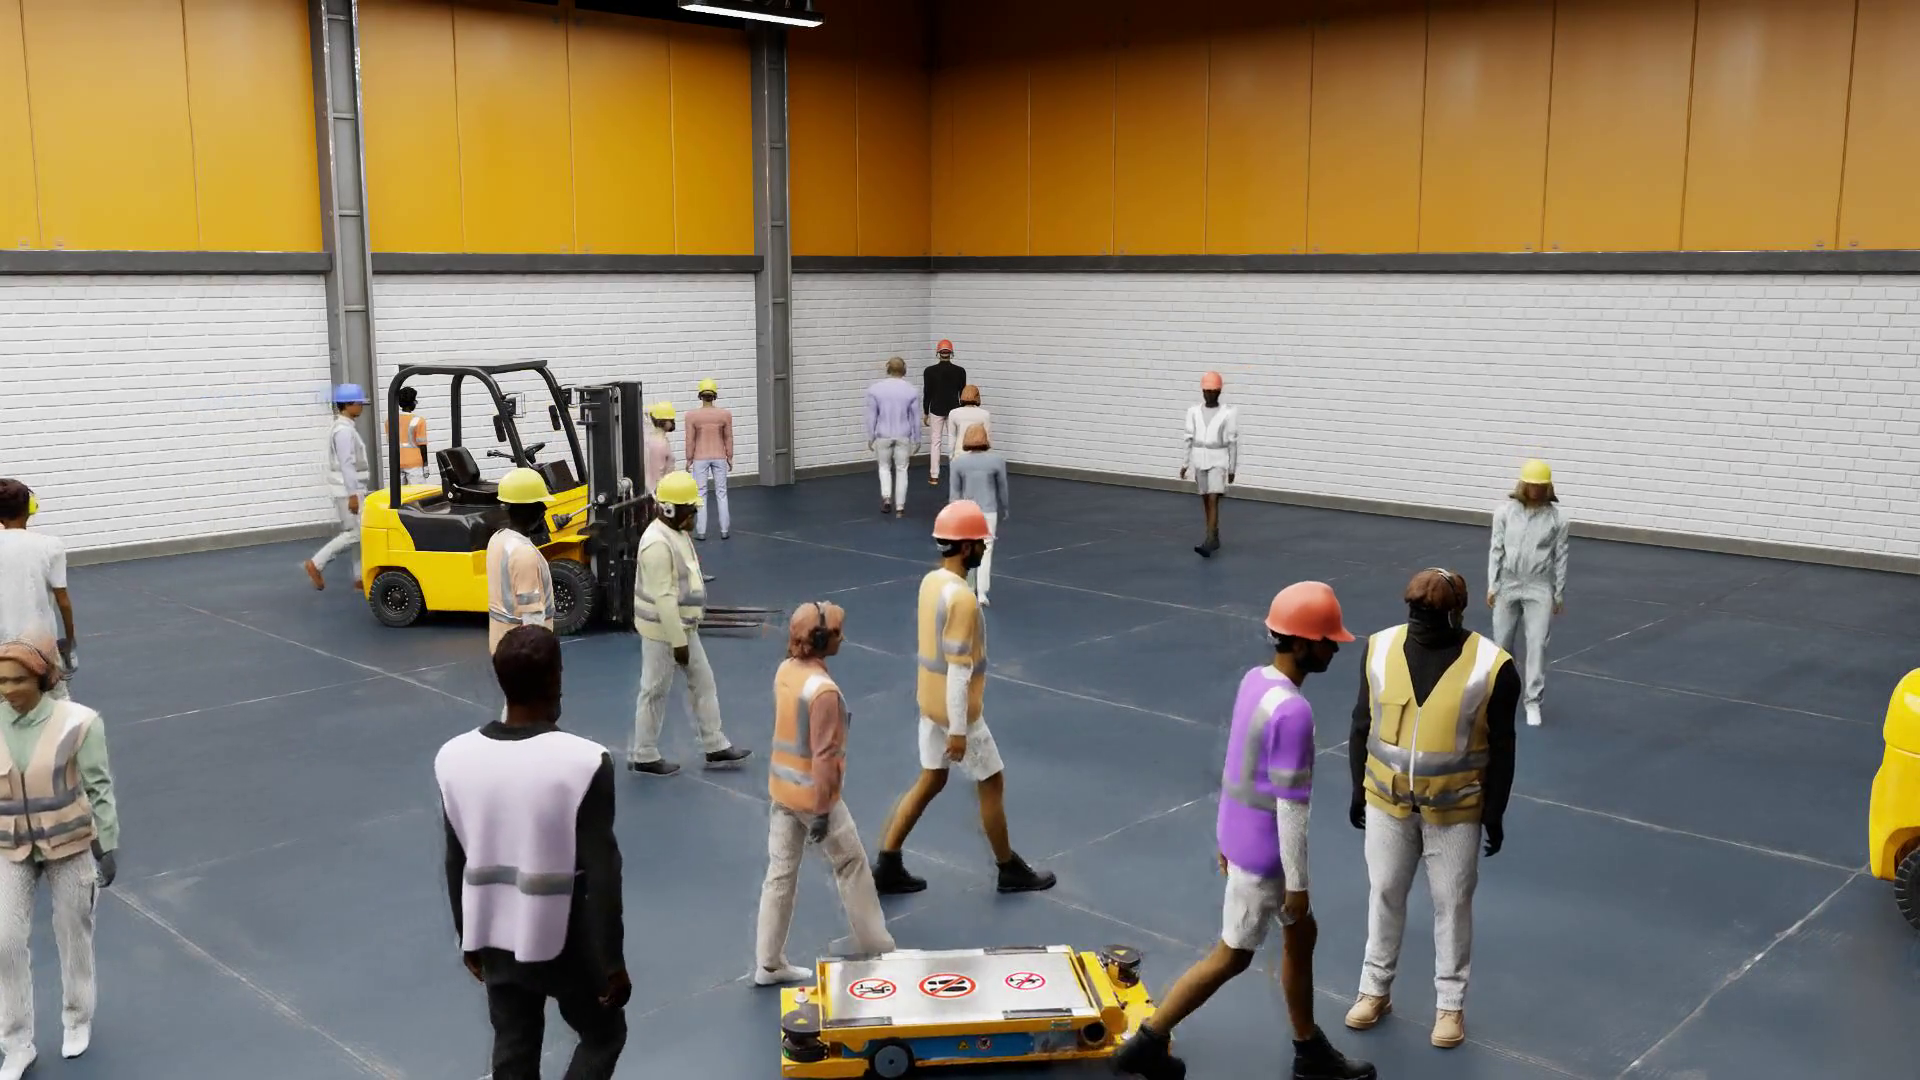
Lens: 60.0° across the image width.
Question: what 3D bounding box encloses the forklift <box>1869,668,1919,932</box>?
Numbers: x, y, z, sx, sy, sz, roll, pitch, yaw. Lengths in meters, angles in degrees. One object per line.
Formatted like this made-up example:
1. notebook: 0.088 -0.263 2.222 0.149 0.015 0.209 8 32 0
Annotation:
1. forklift: 5.205 0.723 7.013 2.313 2.155 1.214 9 13 43

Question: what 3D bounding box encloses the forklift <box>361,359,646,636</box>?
1. forklift: -3.850 -0.407 13.936 2.313 2.155 1.214 2 9 11

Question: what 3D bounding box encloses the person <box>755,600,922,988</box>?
1. person: -0.514 1.042 6.857 0.774 1.609 0.518 -5 11 -30

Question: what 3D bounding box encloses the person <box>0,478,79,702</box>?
1. person: -5.038 0.580 8.970 0.500 1.846 0.442 -4 10 -23

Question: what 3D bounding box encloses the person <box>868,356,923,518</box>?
1. person: -0.763 -1.222 19.754 0.657 1.922 0.439 0 9 3

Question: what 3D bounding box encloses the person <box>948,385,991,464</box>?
1. person: 0.109 -0.969 19.122 0.503 1.627 0.270 2 9 10

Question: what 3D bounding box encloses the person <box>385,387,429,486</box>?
1. person: -5.939 -0.804 17.919 0.531 1.689 0.321 4 10 21

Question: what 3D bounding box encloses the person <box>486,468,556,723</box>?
1. person: -2.266 0.581 8.693 0.362 1.928 0.587 -6 11 -31

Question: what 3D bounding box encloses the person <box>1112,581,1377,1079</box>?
1. person: 1.003 1.068 5.867 0.925 1.892 0.560 0 9 1

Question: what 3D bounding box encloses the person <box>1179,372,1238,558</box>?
1. person: 2.563 -0.781 17.160 0.545 1.891 1.006 5 11 30

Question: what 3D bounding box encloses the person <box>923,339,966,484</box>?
1. person: -0.206 -1.753 22.833 0.617 1.990 0.402 -1 9 -8

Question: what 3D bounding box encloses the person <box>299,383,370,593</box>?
1. person: -5.575 -0.448 14.991 0.657 1.931 0.616 -3 10 -16

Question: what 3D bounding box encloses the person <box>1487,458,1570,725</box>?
1. person: 3.729 0.324 10.940 0.492 1.759 0.494 4 10 23

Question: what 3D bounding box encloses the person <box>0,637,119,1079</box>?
1. person: -3.353 1.162 6.047 0.535 1.616 0.600 -3 10 -15

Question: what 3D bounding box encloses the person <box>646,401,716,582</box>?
1. person: -2.808 -0.444 15.601 0.898 1.726 0.523 -3 10 -15

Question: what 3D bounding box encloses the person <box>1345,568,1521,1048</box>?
1. person: 1.779 1.008 6.360 0.619 1.839 0.430 5 11 30

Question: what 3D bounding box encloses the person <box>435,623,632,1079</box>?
1. person: -1.264 1.193 5.003 0.628 1.904 0.457 3 10 18

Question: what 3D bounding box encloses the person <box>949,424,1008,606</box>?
1. person: 0.162 -0.233 14.734 0.510 1.591 0.865 1 9 6

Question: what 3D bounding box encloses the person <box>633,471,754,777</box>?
1. person: -1.546 0.501 9.585 0.806 1.797 0.609 0 9 3

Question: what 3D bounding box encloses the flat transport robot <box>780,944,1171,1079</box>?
1. flat transport robot: 0.033 1.787 6.365 1.431 0.197 0.652 -1 9 -6

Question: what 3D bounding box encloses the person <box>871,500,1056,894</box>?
1. person: -0.019 0.751 7.769 0.901 1.899 0.559 -3 10 -20

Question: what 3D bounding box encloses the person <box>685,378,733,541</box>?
1. person: -2.730 -0.872 18.098 0.533 1.768 0.311 -3 10 -20
